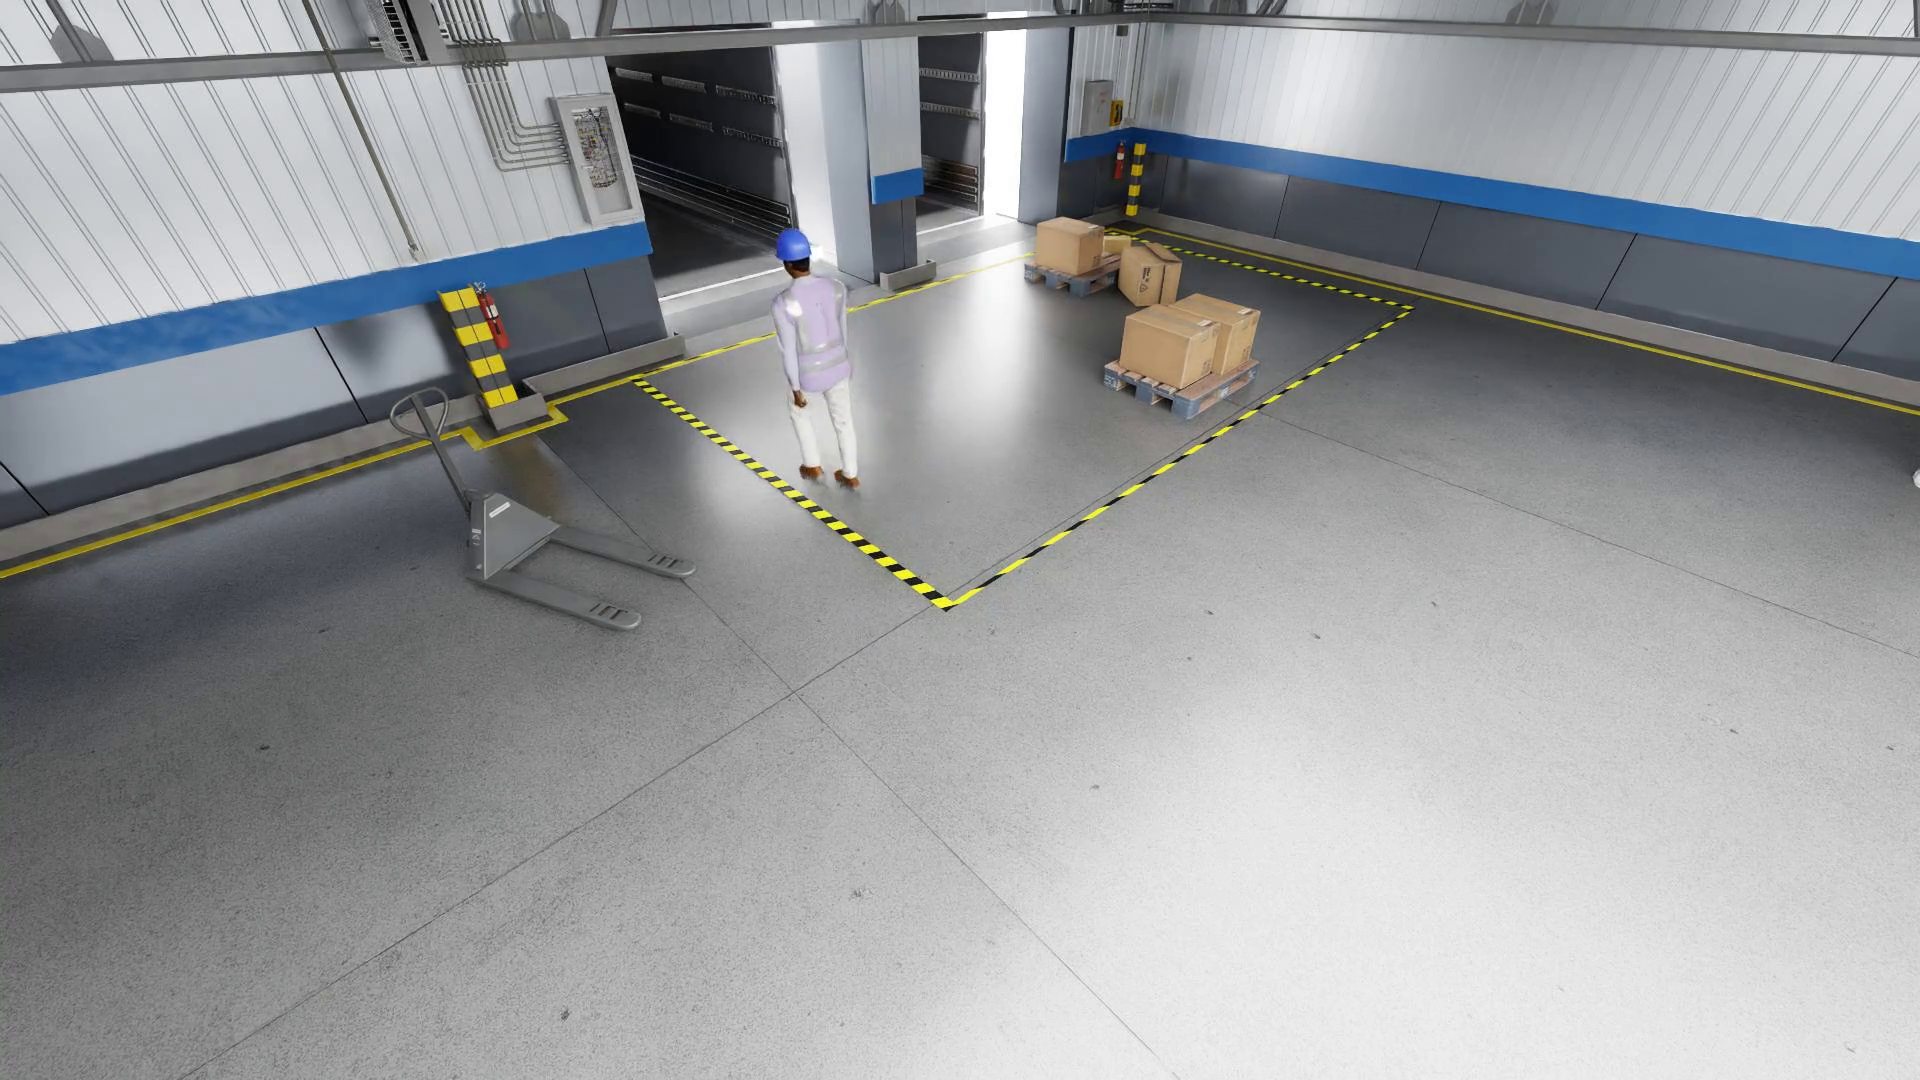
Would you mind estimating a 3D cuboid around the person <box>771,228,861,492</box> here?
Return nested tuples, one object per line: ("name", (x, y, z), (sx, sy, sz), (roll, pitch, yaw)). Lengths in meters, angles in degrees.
("person", (-1.029, -1.221, 5.292), (0.598, 1.930, 0.527), (-26, 45, -30))

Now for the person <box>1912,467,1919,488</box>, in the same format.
("person", (7.817, -1.103, 5.288), (0.484, 1.744, 0.293), (14, 40, 18))

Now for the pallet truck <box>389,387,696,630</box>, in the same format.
("pallet truck", (-2.613, -0.247, 4.593), (1.601, 1.201, 0.680), (14, 40, 17))
